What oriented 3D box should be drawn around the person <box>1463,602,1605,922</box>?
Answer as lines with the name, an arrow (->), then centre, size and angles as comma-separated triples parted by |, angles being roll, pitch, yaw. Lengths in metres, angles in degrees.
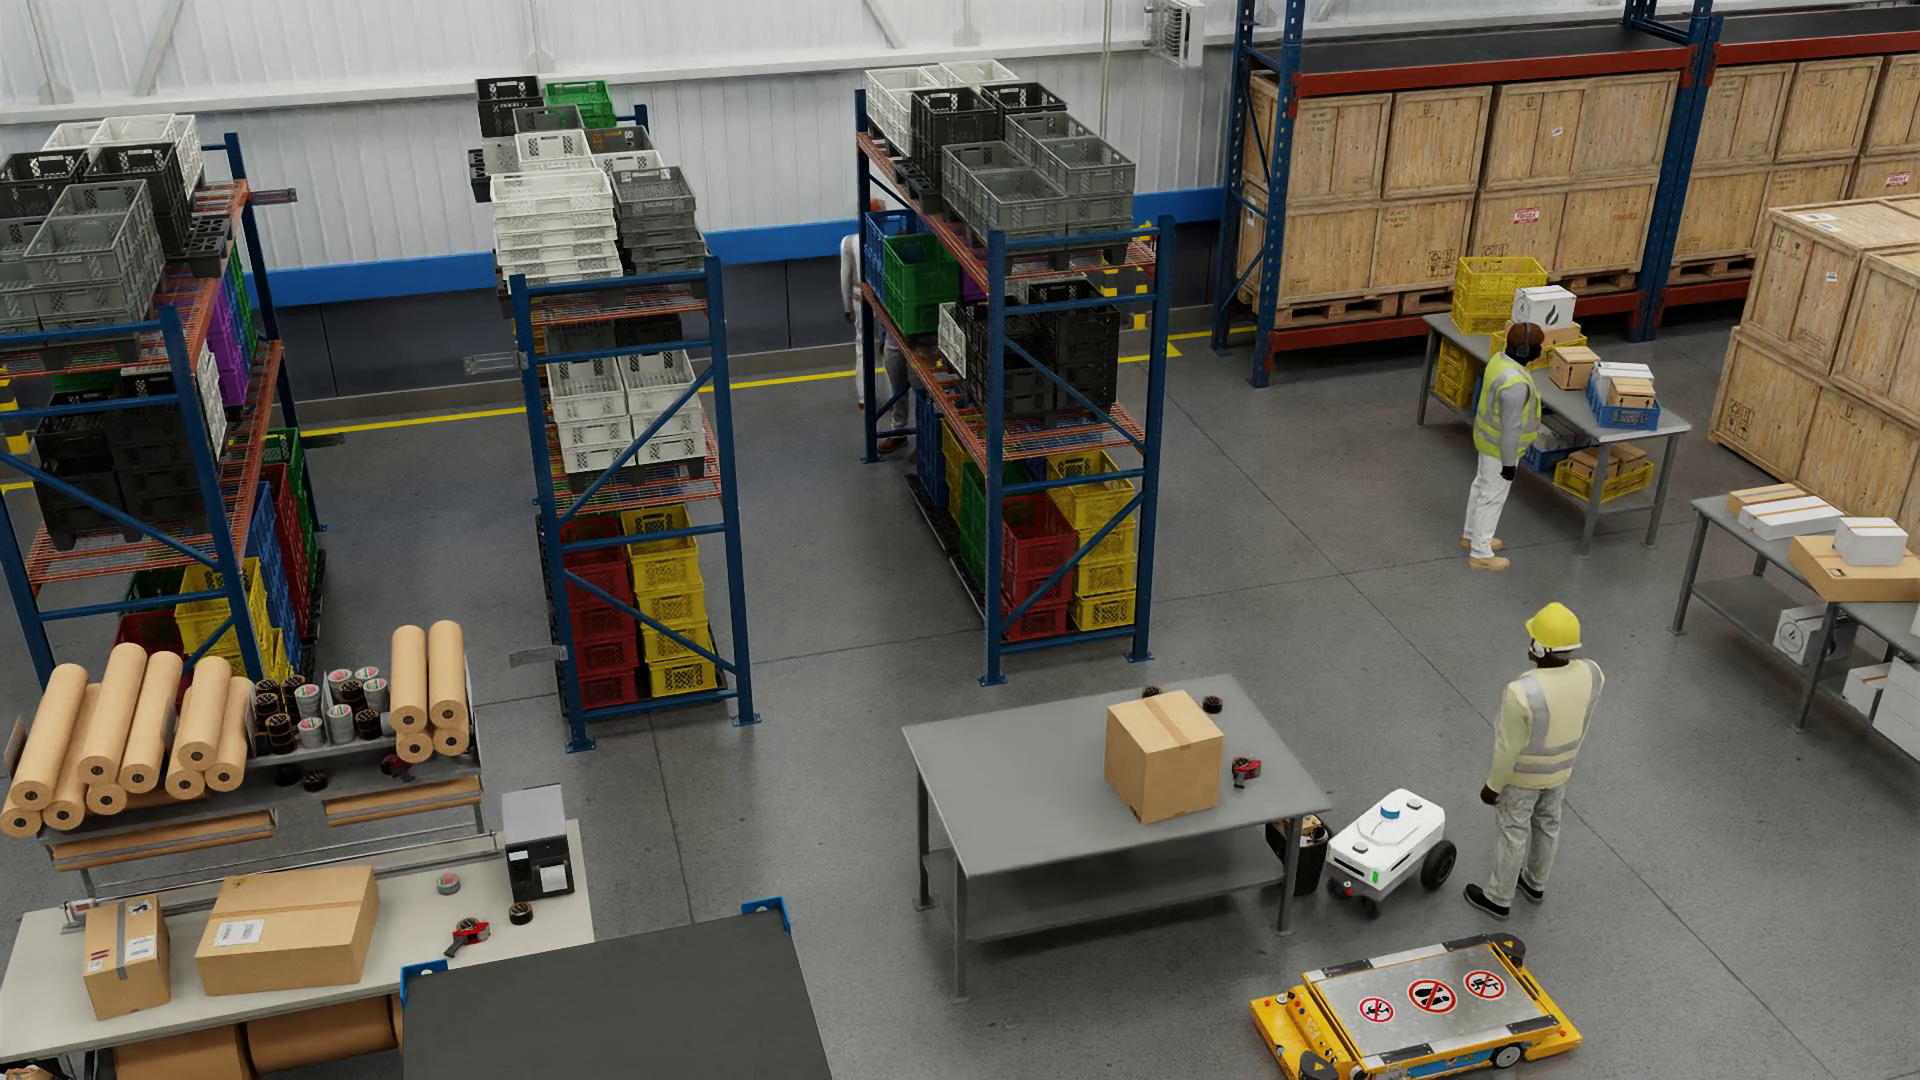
person -> 2.905, 1.131, 8.463 | 0.587, 1.835, 0.404 | -13, 31, -23

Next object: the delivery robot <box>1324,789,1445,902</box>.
delivery robot -> 2.258, 1.602, 8.830 | 0.707, 0.478, 0.477 | -25, 38, -38

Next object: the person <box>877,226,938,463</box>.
person -> -0.408, -1.559, 13.253 | 0.629, 1.940, 0.373 | 20, 35, 32

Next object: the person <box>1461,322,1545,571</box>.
person -> 3.840, -0.670, 11.748 | 0.431, 1.836, 0.619 | 5, 29, 8

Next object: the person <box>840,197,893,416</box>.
person -> -0.709, -1.961, 14.037 | 0.585, 1.882, 0.337 | 6, 29, 12

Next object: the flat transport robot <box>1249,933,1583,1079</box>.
flat transport robot -> 2.184, 2.282, 7.980 | 1.431, 0.197, 0.652 | -8, 30, -14
